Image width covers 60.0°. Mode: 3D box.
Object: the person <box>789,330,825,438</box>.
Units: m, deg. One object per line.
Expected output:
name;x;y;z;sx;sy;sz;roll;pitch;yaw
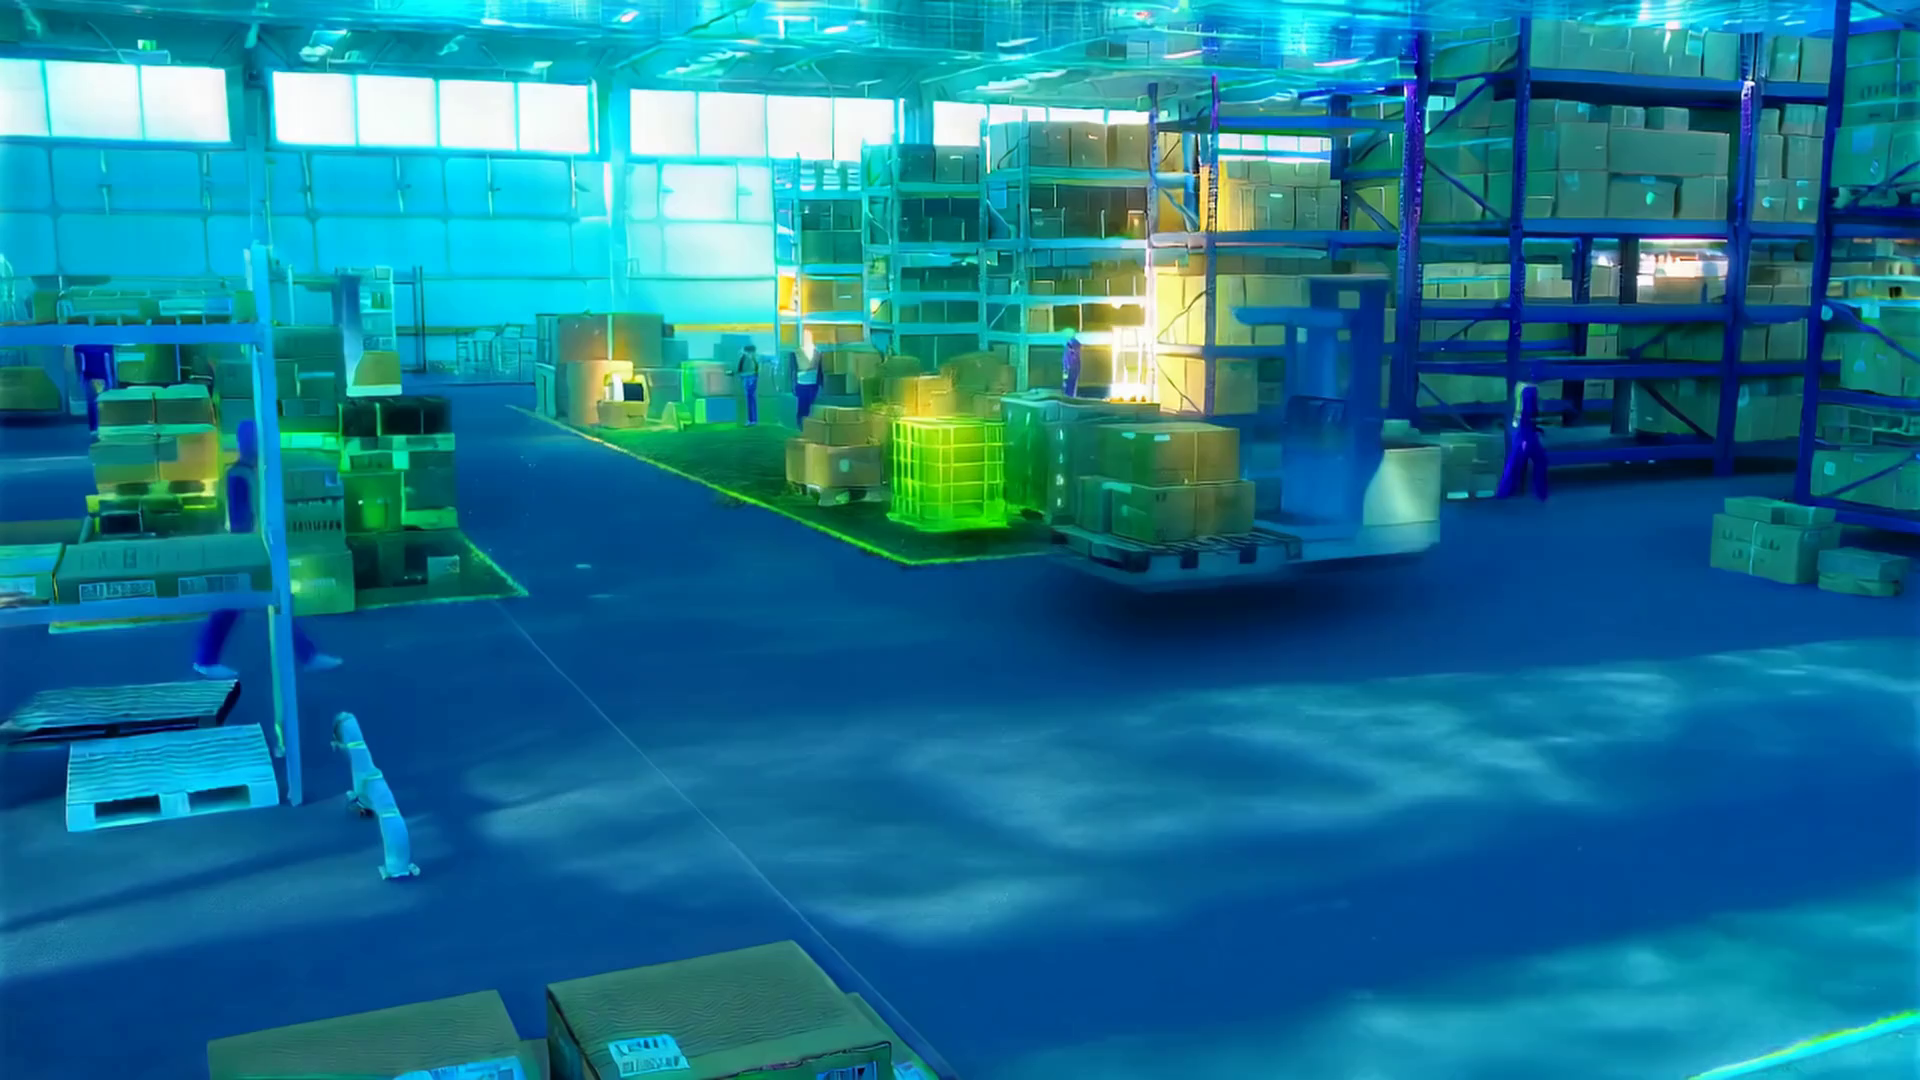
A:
person;-2.673;-2.701;28.916;0.600;1.893;0.464;-6;11;-35

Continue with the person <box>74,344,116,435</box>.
person;-15.368;-2.836;29.597;0.635;1.937;0.354;-6;11;-32

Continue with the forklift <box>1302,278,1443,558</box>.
forklift;3.995;-1.316;17.253;1.873;2.768;1.129;-4;10;-25

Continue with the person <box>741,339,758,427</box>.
person;-3.955;-2.945;31.220;0.312;1.631;0.514;-1;9;-4

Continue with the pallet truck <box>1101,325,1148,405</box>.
pallet truck;2.881;-2.596;27.923;0.823;1.965;1.885;-1;9;-7

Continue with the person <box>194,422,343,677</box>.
person;-5.009;0.078;11.835;1.020;1.843;0.631;-2;9;-15

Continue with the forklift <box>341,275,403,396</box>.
forklift;-13.868;-4.672;38.074;1.873;2.768;1.129;-4;10;-25

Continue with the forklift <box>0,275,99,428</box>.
forklift;-17.011;-3.559;31.168;1.873;2.768;1.129;-4;10;-25

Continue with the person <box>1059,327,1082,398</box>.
person;2.117;-3.196;32.133;0.429;1.844;0.622;4;10;24

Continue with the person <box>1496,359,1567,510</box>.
person;7.001;-1.284;20.264;0.889;1.844;0.703;2;9;10
